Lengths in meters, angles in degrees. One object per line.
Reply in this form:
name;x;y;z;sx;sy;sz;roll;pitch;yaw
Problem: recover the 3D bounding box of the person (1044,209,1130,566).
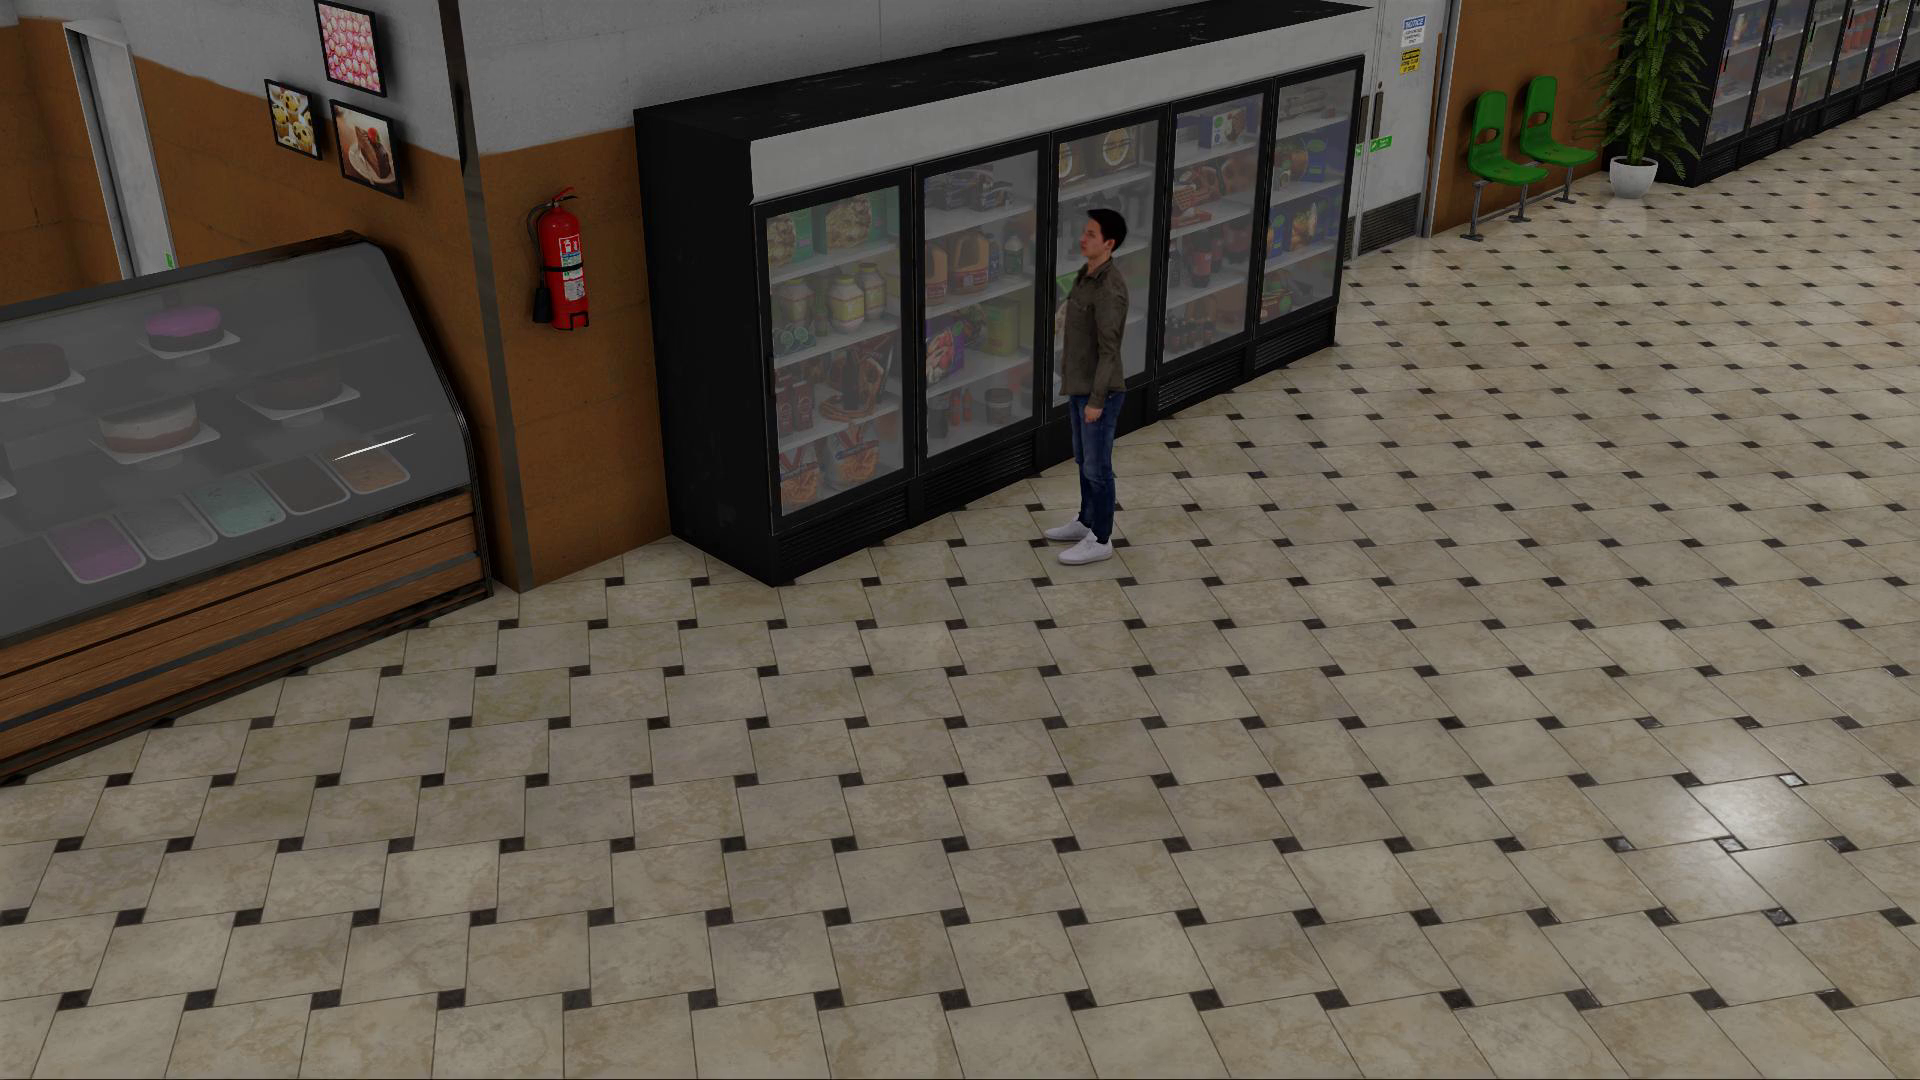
person;0.697;-0.780;8.504;0.853;1.866;0.745;-5;27;-10
